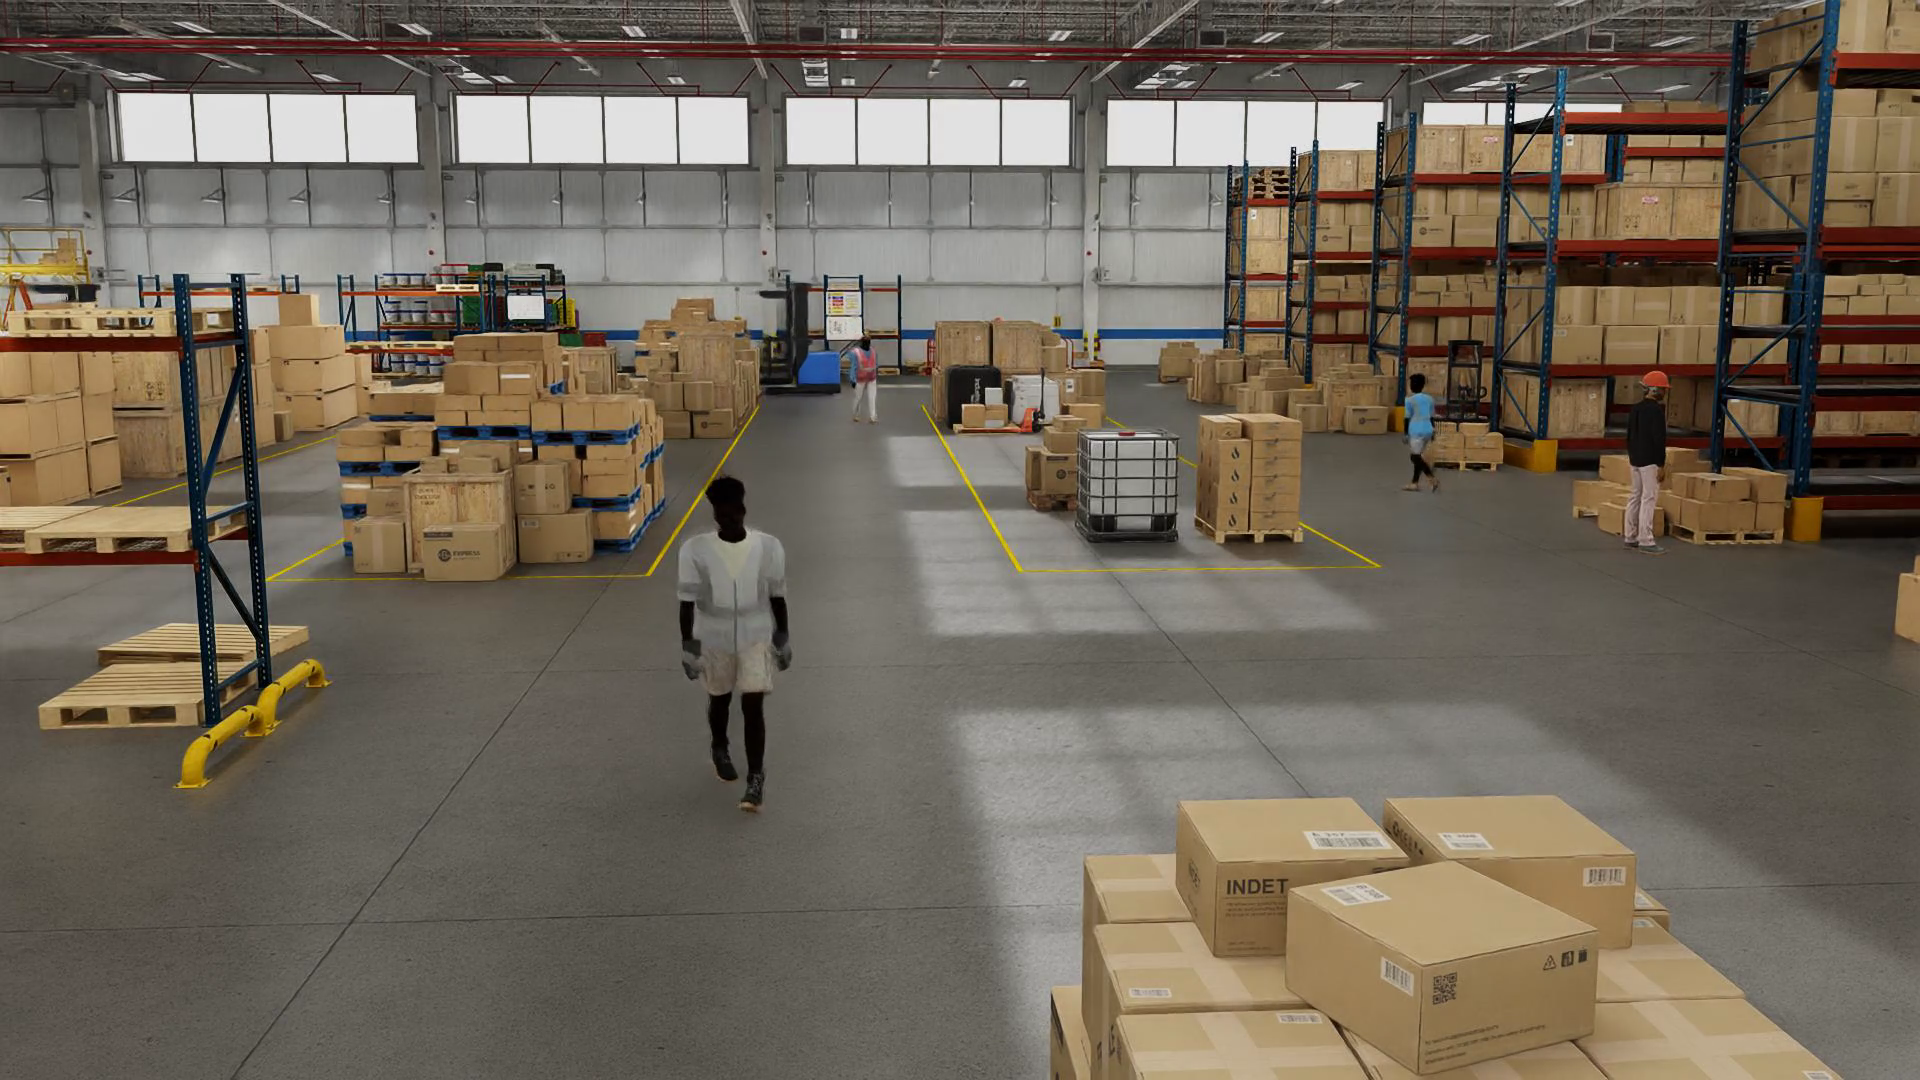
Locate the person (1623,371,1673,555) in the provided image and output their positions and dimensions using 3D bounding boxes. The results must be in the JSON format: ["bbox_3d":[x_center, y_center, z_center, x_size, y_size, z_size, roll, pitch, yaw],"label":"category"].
[{"bbox_3d":[7.484,-0.842,18.091,0.375,1.992,0.622,-1,9,-8],"label":"person"}]

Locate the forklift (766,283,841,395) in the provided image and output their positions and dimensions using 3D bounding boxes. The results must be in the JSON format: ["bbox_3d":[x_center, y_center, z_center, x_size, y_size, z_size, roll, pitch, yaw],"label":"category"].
[{"bbox_3d":[-3.954,-5.071,41.868,1.873,2.768,1.129,-1,9,-4],"label":"forklift"}]

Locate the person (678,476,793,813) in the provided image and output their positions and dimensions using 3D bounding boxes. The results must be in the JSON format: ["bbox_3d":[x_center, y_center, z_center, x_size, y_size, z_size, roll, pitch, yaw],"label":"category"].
[{"bbox_3d":[-1.284,0.563,9.572,0.657,1.906,1.026,-1,9,-9],"label":"person"}]

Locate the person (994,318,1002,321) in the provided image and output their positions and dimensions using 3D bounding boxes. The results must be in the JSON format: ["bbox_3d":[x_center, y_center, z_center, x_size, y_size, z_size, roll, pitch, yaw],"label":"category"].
[{"bbox_3d":[0.970,-4.710,42.540,0.340,1.942,0.552,-4,10,-25],"label":"person"}]

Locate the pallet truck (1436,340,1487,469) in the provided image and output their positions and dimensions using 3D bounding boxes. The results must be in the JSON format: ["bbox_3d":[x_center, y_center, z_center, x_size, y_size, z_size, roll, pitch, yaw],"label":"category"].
[{"bbox_3d":[8.004,-2.170,26.422,0.823,1.965,1.885,2,9,14],"label":"pallet truck"}]

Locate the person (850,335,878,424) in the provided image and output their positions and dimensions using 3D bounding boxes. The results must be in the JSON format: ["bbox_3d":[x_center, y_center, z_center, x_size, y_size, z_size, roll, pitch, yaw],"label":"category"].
[{"bbox_3d":[-1.976,-3.299,34.120,0.636,1.809,0.907,-5,10,-27],"label":"person"}]

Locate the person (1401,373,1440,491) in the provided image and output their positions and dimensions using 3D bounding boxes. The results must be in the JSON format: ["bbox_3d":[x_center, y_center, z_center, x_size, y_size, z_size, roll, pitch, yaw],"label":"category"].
[{"bbox_3d":[6.428,-1.472,23.030,0.542,1.675,0.673,-7,11,-36],"label":"person"}]

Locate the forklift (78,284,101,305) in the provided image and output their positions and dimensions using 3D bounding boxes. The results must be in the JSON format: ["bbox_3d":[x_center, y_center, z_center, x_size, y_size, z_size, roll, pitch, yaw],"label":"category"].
[{"bbox_3d":[-19.119,-4.240,36.653,1.873,2.768,1.129,-5,10,-30],"label":"forklift"}]
